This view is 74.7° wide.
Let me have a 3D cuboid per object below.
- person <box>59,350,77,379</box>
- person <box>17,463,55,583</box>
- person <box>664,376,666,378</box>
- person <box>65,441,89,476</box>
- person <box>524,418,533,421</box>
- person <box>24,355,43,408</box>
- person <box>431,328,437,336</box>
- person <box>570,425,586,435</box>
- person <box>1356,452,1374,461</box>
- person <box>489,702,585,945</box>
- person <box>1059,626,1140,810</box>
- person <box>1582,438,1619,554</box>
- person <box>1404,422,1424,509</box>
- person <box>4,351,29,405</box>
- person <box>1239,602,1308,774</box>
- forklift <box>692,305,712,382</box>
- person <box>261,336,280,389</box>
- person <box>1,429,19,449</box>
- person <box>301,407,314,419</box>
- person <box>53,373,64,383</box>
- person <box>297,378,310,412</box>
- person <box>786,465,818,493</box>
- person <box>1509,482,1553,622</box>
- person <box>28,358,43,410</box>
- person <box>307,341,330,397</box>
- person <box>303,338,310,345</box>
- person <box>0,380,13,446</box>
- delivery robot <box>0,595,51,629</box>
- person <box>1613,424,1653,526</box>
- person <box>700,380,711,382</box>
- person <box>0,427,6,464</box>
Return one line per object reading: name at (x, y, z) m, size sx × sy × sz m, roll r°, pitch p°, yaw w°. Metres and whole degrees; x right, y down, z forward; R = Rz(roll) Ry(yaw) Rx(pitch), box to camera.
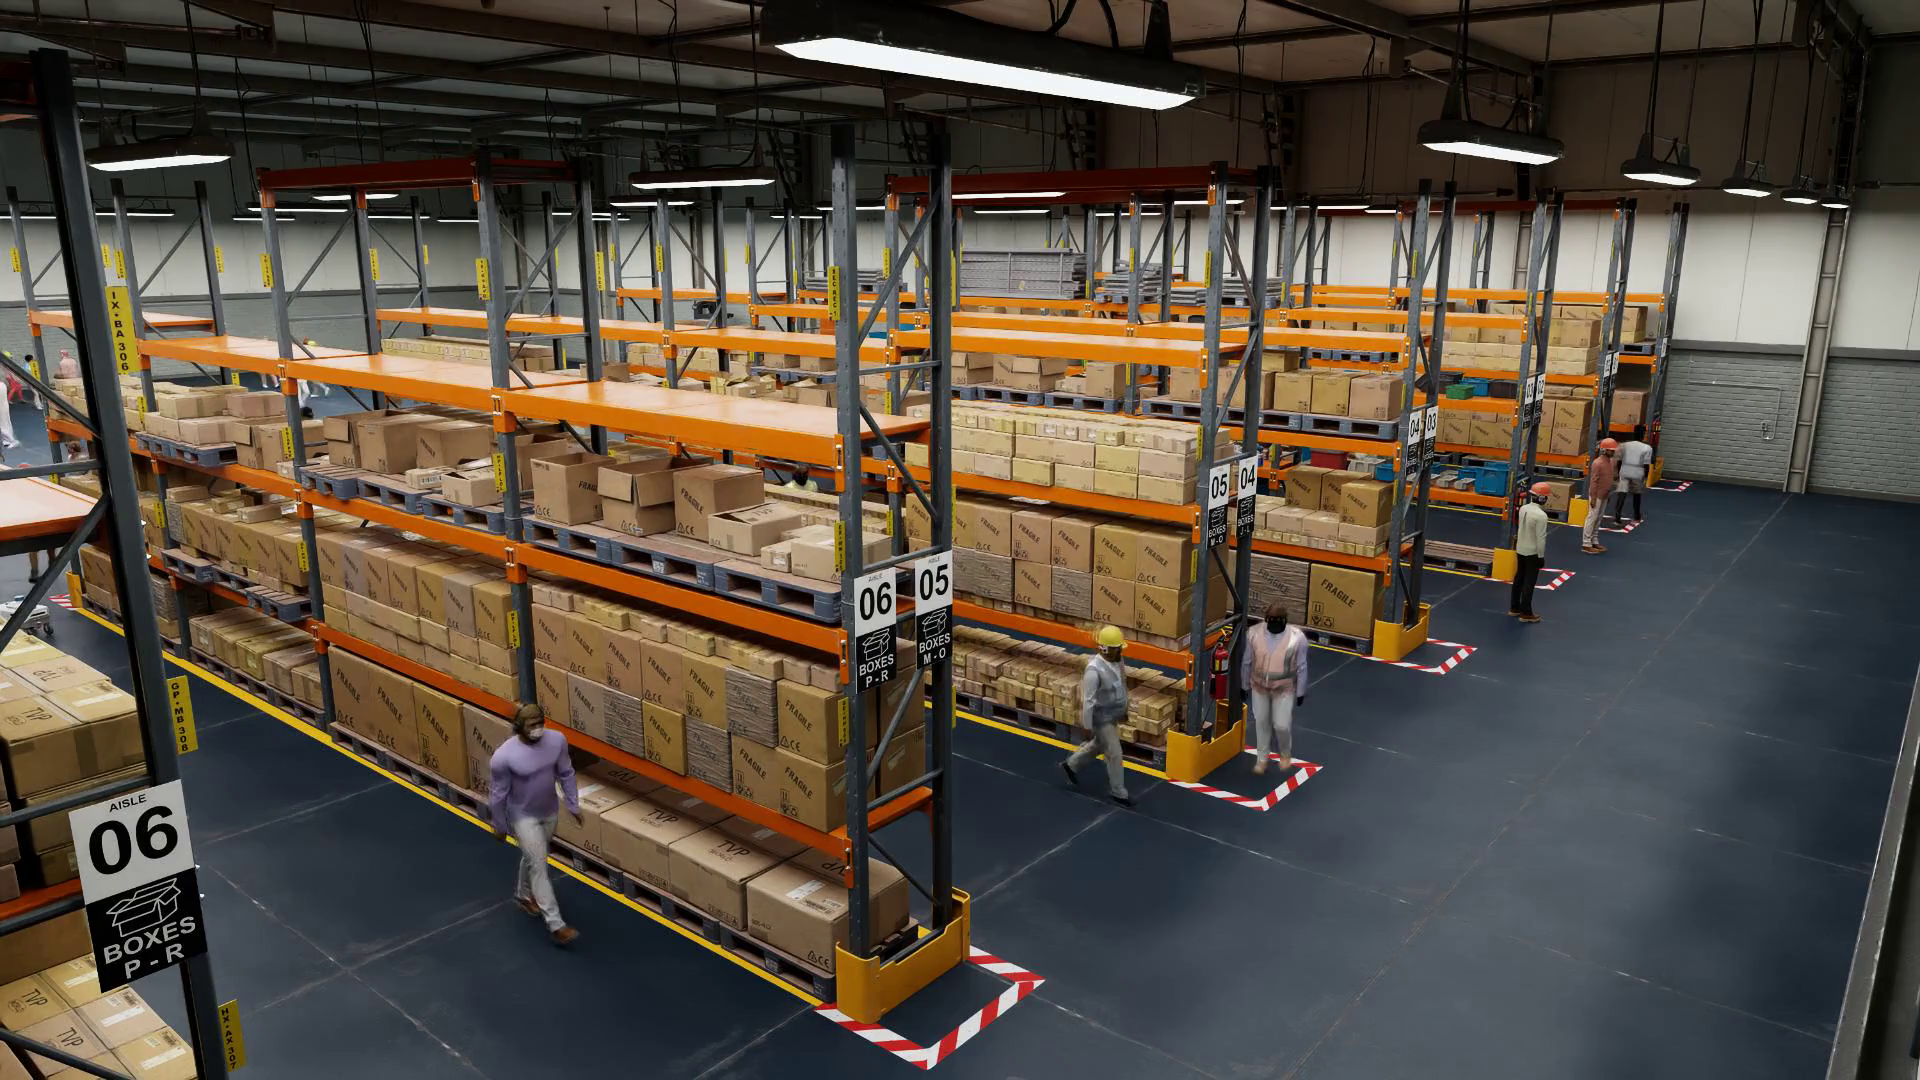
person at (-27.559, -4.926, 38.922) m, size 0.401 × 1.907 × 0.648 m, roll -1°, pitch 14°, yaw -4°
person at (-14.600, -0.293, 19.906) m, size 0.560 × 1.882 × 0.997 m, roll -6°, pitch 15°, yaw -23°
person at (-8.757, -4.328, 36.817) m, size 0.752 × 1.741 × 0.528 m, roll 11°, pitch 18°, yaw 39°
person at (-16.510, -1.018, 23.470) m, size 0.537 × 1.608 × 0.749 m, roll 7°, pitch 15°, yaw 25°
person at (-11.260, -3.355, 32.588) m, size 0.508 × 1.845 × 0.345 m, roll -1°, pitch 14°, yaw -3°
person at (-29.190, -5.009, 39.756) m, size 0.366 × 1.668 × 0.564 m, roll -1°, pitch 14°, yaw -4°
person at (-21.558, -7.840, 51.475) m, size 0.507 × 1.632 × 0.275 m, roll -1°, pitch 14°, yaw -3°
person at (-9.166, -2.822, 30.316) m, size 0.984 × 1.896 × 0.566 m, roll 8°, pitch 16°, yaw 29°
person at (8.140, -1.630, 25.294) m, size 0.352 × 1.937 × 0.635 m, roll -1°, pitch 14°, yaw -6°
person at (-3.261, 2.158, 9.797) m, size 1.017 × 1.885 × 0.631 m, roll 10°, pitch 17°, yaw 35°
person at (1.336, 1.651, 12.110) m, size 0.877 × 1.797 × 0.611 m, roll 8°, pitch 16°, yaw 30°
person at (11.013, -0.766, 21.625) m, size 0.613 × 1.994 × 0.395 m, roll -11°, pitch 18°, yaw -38°
person at (8.988, -1.495, 24.984) m, size 0.434 × 1.817 × 0.623 m, roll 11°, pitch 17°, yaw 37°
person at (-30.567, -5.235, 40.606) m, size 0.486 × 1.719 × 0.571 m, roll -6°, pitch 15°, yaw -22°
person at (3.148, 1.494, 12.686) m, size 0.642 × 1.828 × 0.434 m, roll 8°, pitch 16°, yaw 30°
forklift at (-9.511, -7.392, 47.124) m, size 1.873 × 2.768 × 1.129 m, roll 11°, pitch 17°, yaw 38°
person at (-24.602, -6.309, 44.732) m, size 1.043 × 1.852 × 0.641 m, roll 13°, pitch 19°, yaw 42°
person at (-24.644, -3.216, 32.046) m, size 0.941 × 1.836 × 0.530 m, roll -12°, pitch 18°, yaw -40°
person at (-13.552, -1.859, 26.380) m, size 1.018 × 1.860 × 0.607 m, roll -1°, pitch 14°, yaw -3°
person at (-23.591, -3.539, 33.423) m, size 0.627 × 1.819 × 0.738 m, roll 13°, pitch 19°, yaw 42°
person at (-20.339, -4.871, 38.771) m, size 0.423 × 1.865 × 0.599 m, roll 7°, pitch 15°, yaw 25°
person at (-2.508, -0.302, 20.052) m, size 0.644 × 1.832 × 0.509 m, roll -11°, pitch 18°, yaw -39°
person at (8.106, 0.157, 17.846) m, size 0.406 × 1.987 × 0.616 m, roll -1°, pitch 14°, yaw -5°
person at (-28.776, -4.868, 39.279) m, size 0.419 × 1.610 × 0.532 m, roll 3°, pitch 14°, yaw 11°
person at (-21.574, -5.727, 42.222) m, size 0.688 × 1.905 × 0.600 m, roll 0°, pitch 14°, yaw 1°
person at (-24.291, -6.733, 46.954) m, size 0.520 × 1.618 × 0.372 m, roll -7°, pitch 16°, yaw -28°
person at (-24.945, -3.413, 32.696) m, size 0.399 × 1.909 × 0.642 m, roll -6°, pitch 15°, yaw -23°
delivery robot at (-12.842, 1.003, 17.240) m, size 0.707 × 0.478 × 0.477 m, roll 6°, pitch 15°, yaw 22°
person at (12.648, -1.230, 23.699) m, size 0.619 × 1.916 × 1.014 m, roll 12°, pitch 18°, yaw 41°
person at (-7.132, -3.982, 34.852) m, size 0.396 × 1.991 × 0.623 m, roll 8°, pitch 16°, yaw 31°
person at (-19.886, -1.731, 25.722) m, size 0.627 × 1.933 × 0.371 m, roll -11°, pitch 17°, yaw -38°
